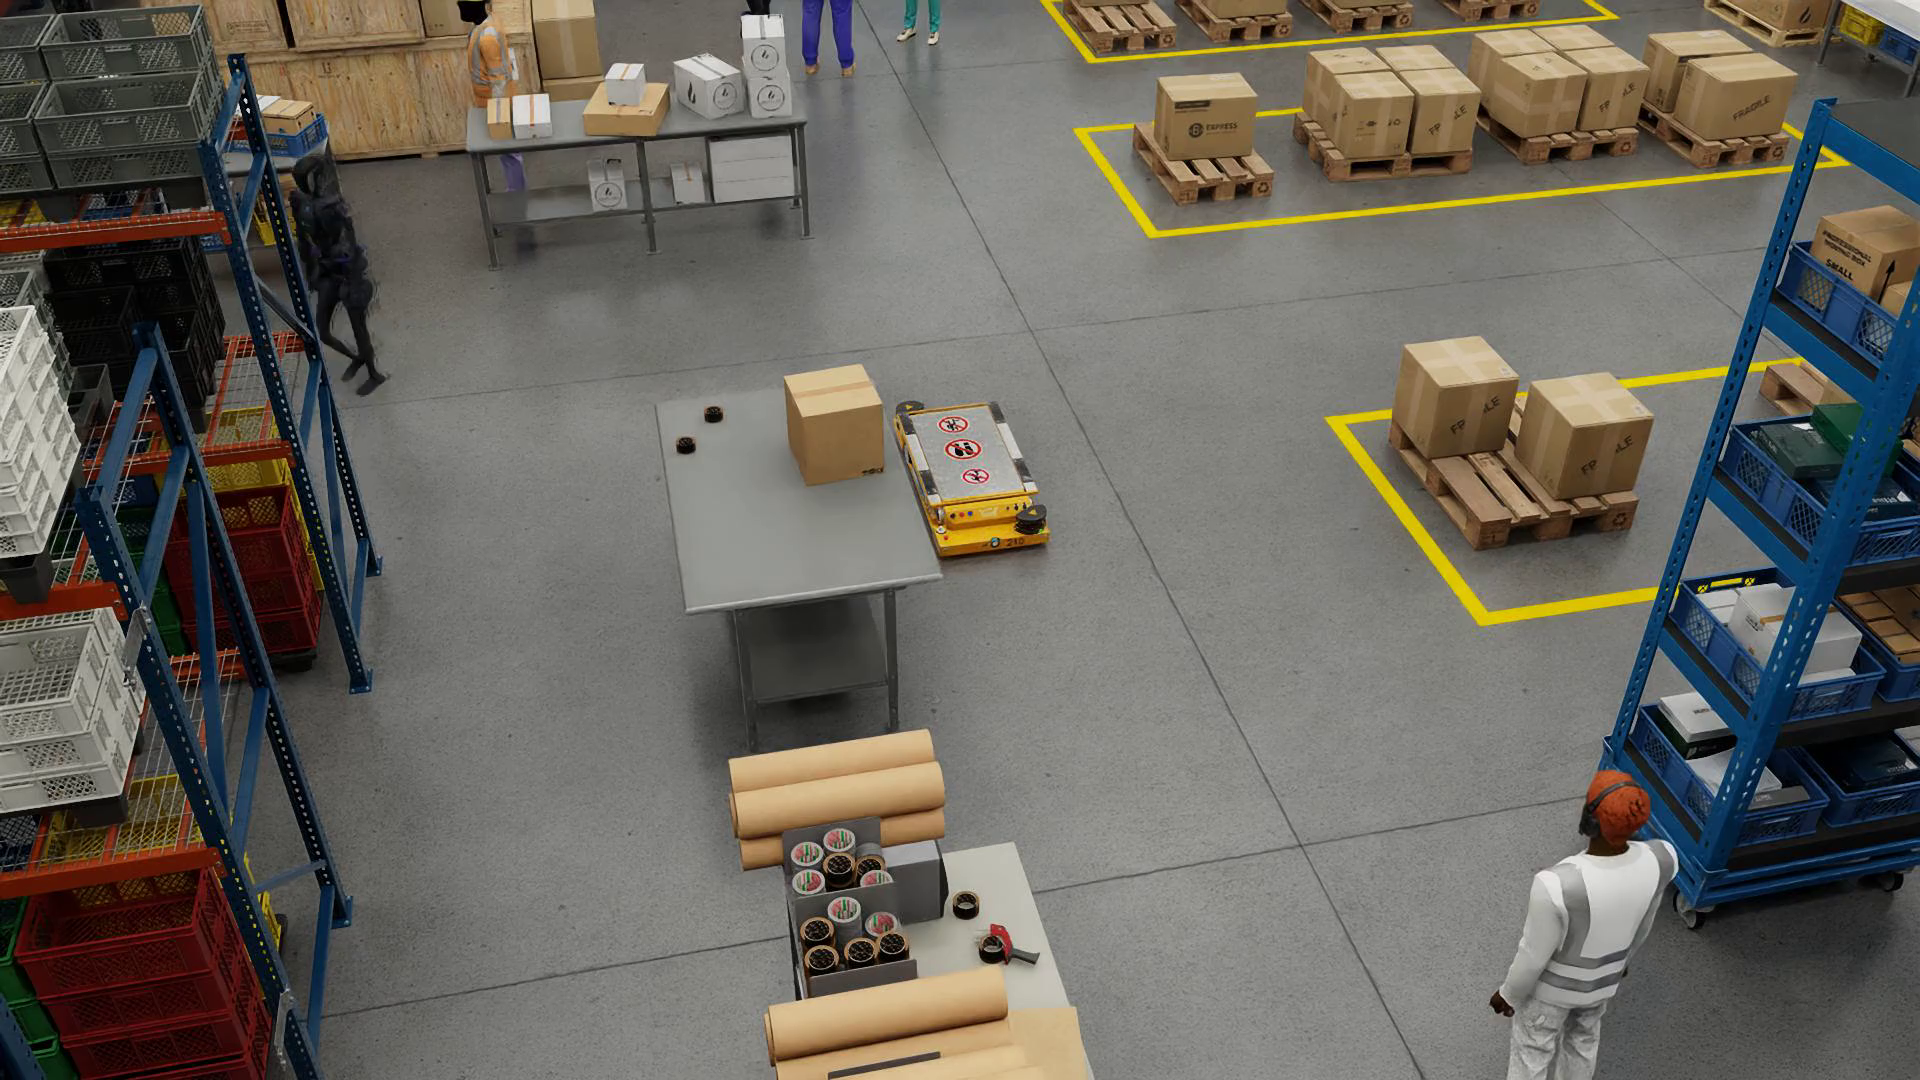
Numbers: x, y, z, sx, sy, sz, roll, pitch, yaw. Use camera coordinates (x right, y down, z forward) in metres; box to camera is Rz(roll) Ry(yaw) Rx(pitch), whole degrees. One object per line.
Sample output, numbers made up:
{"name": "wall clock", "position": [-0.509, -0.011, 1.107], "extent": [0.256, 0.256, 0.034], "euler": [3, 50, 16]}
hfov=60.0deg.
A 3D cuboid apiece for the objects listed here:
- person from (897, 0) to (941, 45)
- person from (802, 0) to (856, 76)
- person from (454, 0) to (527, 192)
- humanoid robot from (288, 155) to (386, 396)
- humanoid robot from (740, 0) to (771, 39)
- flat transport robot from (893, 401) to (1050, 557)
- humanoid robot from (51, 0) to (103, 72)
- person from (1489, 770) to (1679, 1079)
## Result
{"name": "person", "position": [-0.382, -5.614, 15.843], "extent": [0.528, 1.767, 0.327], "euler": [13, 39, 17]}
{"name": "person", "position": [-1.221, -5.271, 15.155], "extent": [0.680, 2.000, 0.536], "euler": [7, 37, 10]}
{"name": "person", "position": [-3.554, -3.344, 12.656], "extent": [0.356, 1.930, 0.586], "euler": [-12, 38, -15]}
{"name": "humanoid robot", "position": [-3.997, -1.673, 10.618], "extent": [0.589, 1.656, 0.392], "euler": [17, 40, 21]}
{"name": "humanoid robot", "position": [-1.701, -4.260, 14.098], "extent": [0.342, 1.647, 0.576], "euler": [-3, 37, -4]}
{"name": "flat transport robot", "position": [0.046, -0.430, 10.108], "extent": [0.652, 0.197, 1.431], "euler": [-8, 37, -10]}
{"name": "humanoid robot", "position": [-7.273, -4.058, 13.827], "extent": [0.335, 1.650, 0.573], "euler": [-4, 37, -5]}
{"name": "person", "position": [2.222, 1.578, 6.080], "extent": [0.578, 1.882, 0.343], "euler": [-12, 38, -16]}
